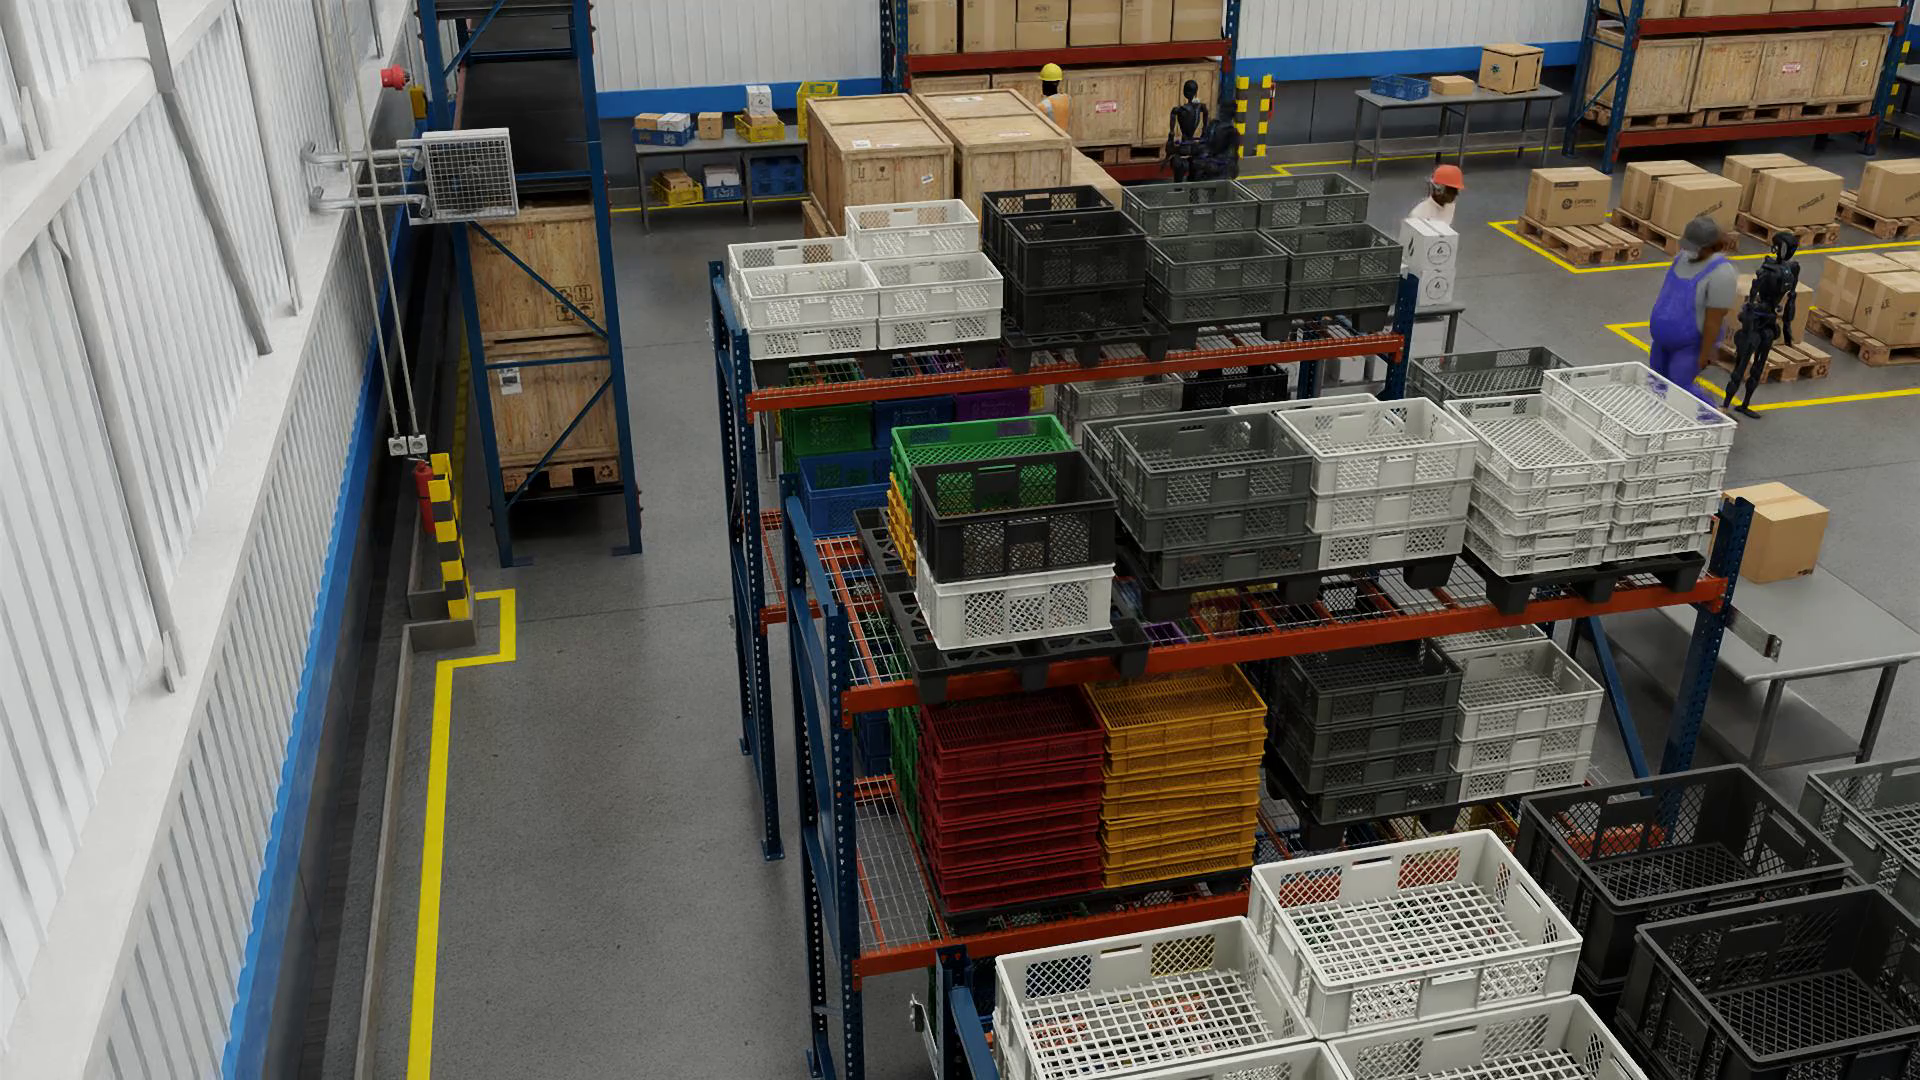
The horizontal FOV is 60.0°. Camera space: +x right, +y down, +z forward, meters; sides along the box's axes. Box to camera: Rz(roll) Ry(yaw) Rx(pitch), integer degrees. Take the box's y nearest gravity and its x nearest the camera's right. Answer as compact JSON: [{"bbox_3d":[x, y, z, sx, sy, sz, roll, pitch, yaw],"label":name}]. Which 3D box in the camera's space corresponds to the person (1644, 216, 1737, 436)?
[{"bbox_3d":[5.861,-1.673,13.323,0.712,2.000,0.722,-6,28,-12],"label":"person"}]

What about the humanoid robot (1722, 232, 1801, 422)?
[{"bbox_3d":[6.711,-1.774,13.901,0.562,1.650,0.357,-14,31,-24],"label":"humanoid robot"}]

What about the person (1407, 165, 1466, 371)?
[{"bbox_3d":[4.109,-2.359,14.732,0.674,1.952,0.687,-20,34,-33],"label":"person"}]

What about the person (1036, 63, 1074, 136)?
[{"bbox_3d":[1.001,-4.292,18.412,0.361,1.927,0.584,21,34,34],"label":"person"}]

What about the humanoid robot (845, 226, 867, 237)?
[{"bbox_3d":[-0.841,-1.846,14.024,0.325,1.657,0.594,-19,33,-32],"label":"humanoid robot"}]

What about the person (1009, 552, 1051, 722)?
[{"bbox_3d":[0.312,0.863,8.692,0.464,1.868,0.568,-9,29,-16],"label":"person"}]

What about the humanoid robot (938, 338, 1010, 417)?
[{"bbox_3d":[0.102,-1.080,12.571,0.609,1.657,0.315,3,28,6],"label":"humanoid robot"}]

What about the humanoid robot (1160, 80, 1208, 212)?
[{"bbox_3d":[2.554,-4.357,18.788,0.613,1.656,0.308,-16,32,-28],"label":"humanoid robot"}]

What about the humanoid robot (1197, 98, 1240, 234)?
[{"bbox_3d":[2.770,-3.976,18.133,0.569,1.630,0.651,-13,30,-23],"label":"humanoid robot"}]
